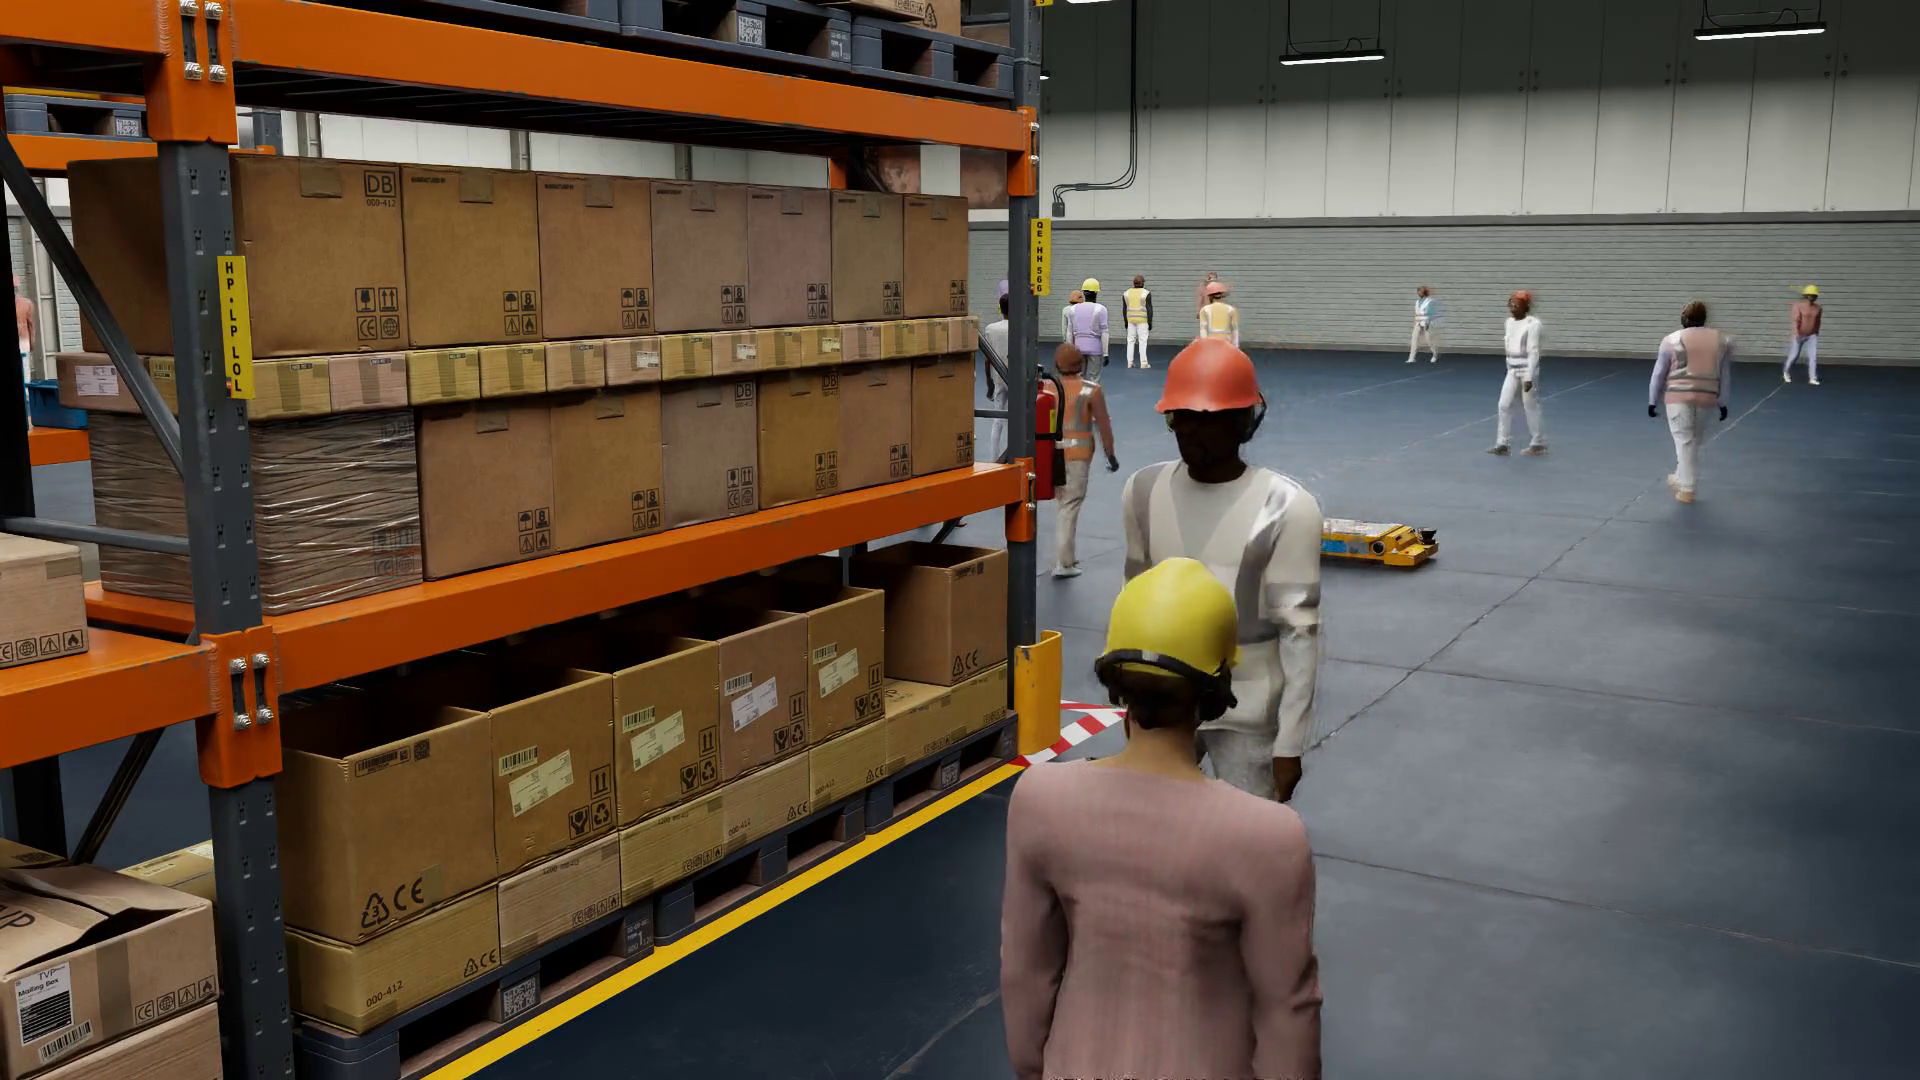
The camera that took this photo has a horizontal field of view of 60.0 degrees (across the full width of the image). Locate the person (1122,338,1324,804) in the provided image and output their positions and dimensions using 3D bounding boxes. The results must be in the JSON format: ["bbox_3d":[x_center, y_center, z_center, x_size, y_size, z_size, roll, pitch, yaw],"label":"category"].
[{"bbox_3d":[0.630,0.466,4.512,0.641,1.997,1.019,7,12,34],"label":"person"}]

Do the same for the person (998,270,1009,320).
[{"bbox_3d":[1.309,-5.951,42.375,0.651,1.907,0.409,6,11,30],"label":"person"}]

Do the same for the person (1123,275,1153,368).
[{"bbox_3d":[3.557,-4.338,33.118,0.633,1.843,0.429,6,11,30],"label":"person"}]

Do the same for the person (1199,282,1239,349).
[{"bbox_3d":[3.726,-2.743,23.759,0.594,1.871,1.065,-1,10,-4],"label":"person"}]

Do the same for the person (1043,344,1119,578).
[{"bbox_3d":[0.816,-0.562,11.644,0.537,1.607,0.680,6,12,33],"label":"person"}]

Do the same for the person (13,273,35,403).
[{"bbox_3d":[-14.476,-3.088,25.422,0.620,1.972,0.860,-7,12,-35],"label":"person"}]

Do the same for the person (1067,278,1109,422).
[{"bbox_3d":[1.738,-2.545,22.369,0.594,1.926,0.366,6,11,30],"label":"person"}]

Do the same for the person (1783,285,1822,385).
[{"bbox_3d":[14.794,-3.602,29.141,0.523,1.729,0.866,0,10,0],"label":"person"}]

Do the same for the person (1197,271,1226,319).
[{"bbox_3d":[5.891,-5.337,38.894,0.650,1.876,0.585,-2,10,-10],"label":"person"}]

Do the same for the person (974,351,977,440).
[{"bbox_3d":[-0.032,-2.043,20.096,0.540,1.700,0.316,6,11,30],"label":"person"}]

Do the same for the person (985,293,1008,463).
[{"bbox_3d":[0.498,-1.566,16.807,0.533,1.871,0.320,6,11,30],"label":"person"}]

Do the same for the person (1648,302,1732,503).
[{"bbox_3d":[6.653,-1.280,15.310,0.660,1.802,0.902,0,10,0],"label":"person"}]

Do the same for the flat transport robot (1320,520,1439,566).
[{"bbox_3d":[2.767,-0.015,12.398,1.431,0.197,0.652,6,11,30],"label":"flat transport robot"}]

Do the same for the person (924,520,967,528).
[{"bbox_3d":[-0.169,-0.906,13.635,0.507,1.633,0.278,6,11,30],"label":"person"}]

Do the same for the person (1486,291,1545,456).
[{"bbox_3d":[6.216,-1.837,18.453,0.825,1.839,0.597,-4,10,-22],"label":"person"}]

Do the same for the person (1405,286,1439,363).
[{"bbox_3d":[9.722,-4.504,34.779,0.818,1.609,0.514,-6,12,-33],"label":"person"}]

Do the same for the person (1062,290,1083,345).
[{"bbox_3d":[2.009,-3.504,28.846,0.507,1.633,0.278,6,11,30],"label":"person"}]

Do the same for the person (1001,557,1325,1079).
[{"bbox_3d":[0.324,0.906,2.664,0.536,1.763,0.348,6,11,29],"label":"person"}]
